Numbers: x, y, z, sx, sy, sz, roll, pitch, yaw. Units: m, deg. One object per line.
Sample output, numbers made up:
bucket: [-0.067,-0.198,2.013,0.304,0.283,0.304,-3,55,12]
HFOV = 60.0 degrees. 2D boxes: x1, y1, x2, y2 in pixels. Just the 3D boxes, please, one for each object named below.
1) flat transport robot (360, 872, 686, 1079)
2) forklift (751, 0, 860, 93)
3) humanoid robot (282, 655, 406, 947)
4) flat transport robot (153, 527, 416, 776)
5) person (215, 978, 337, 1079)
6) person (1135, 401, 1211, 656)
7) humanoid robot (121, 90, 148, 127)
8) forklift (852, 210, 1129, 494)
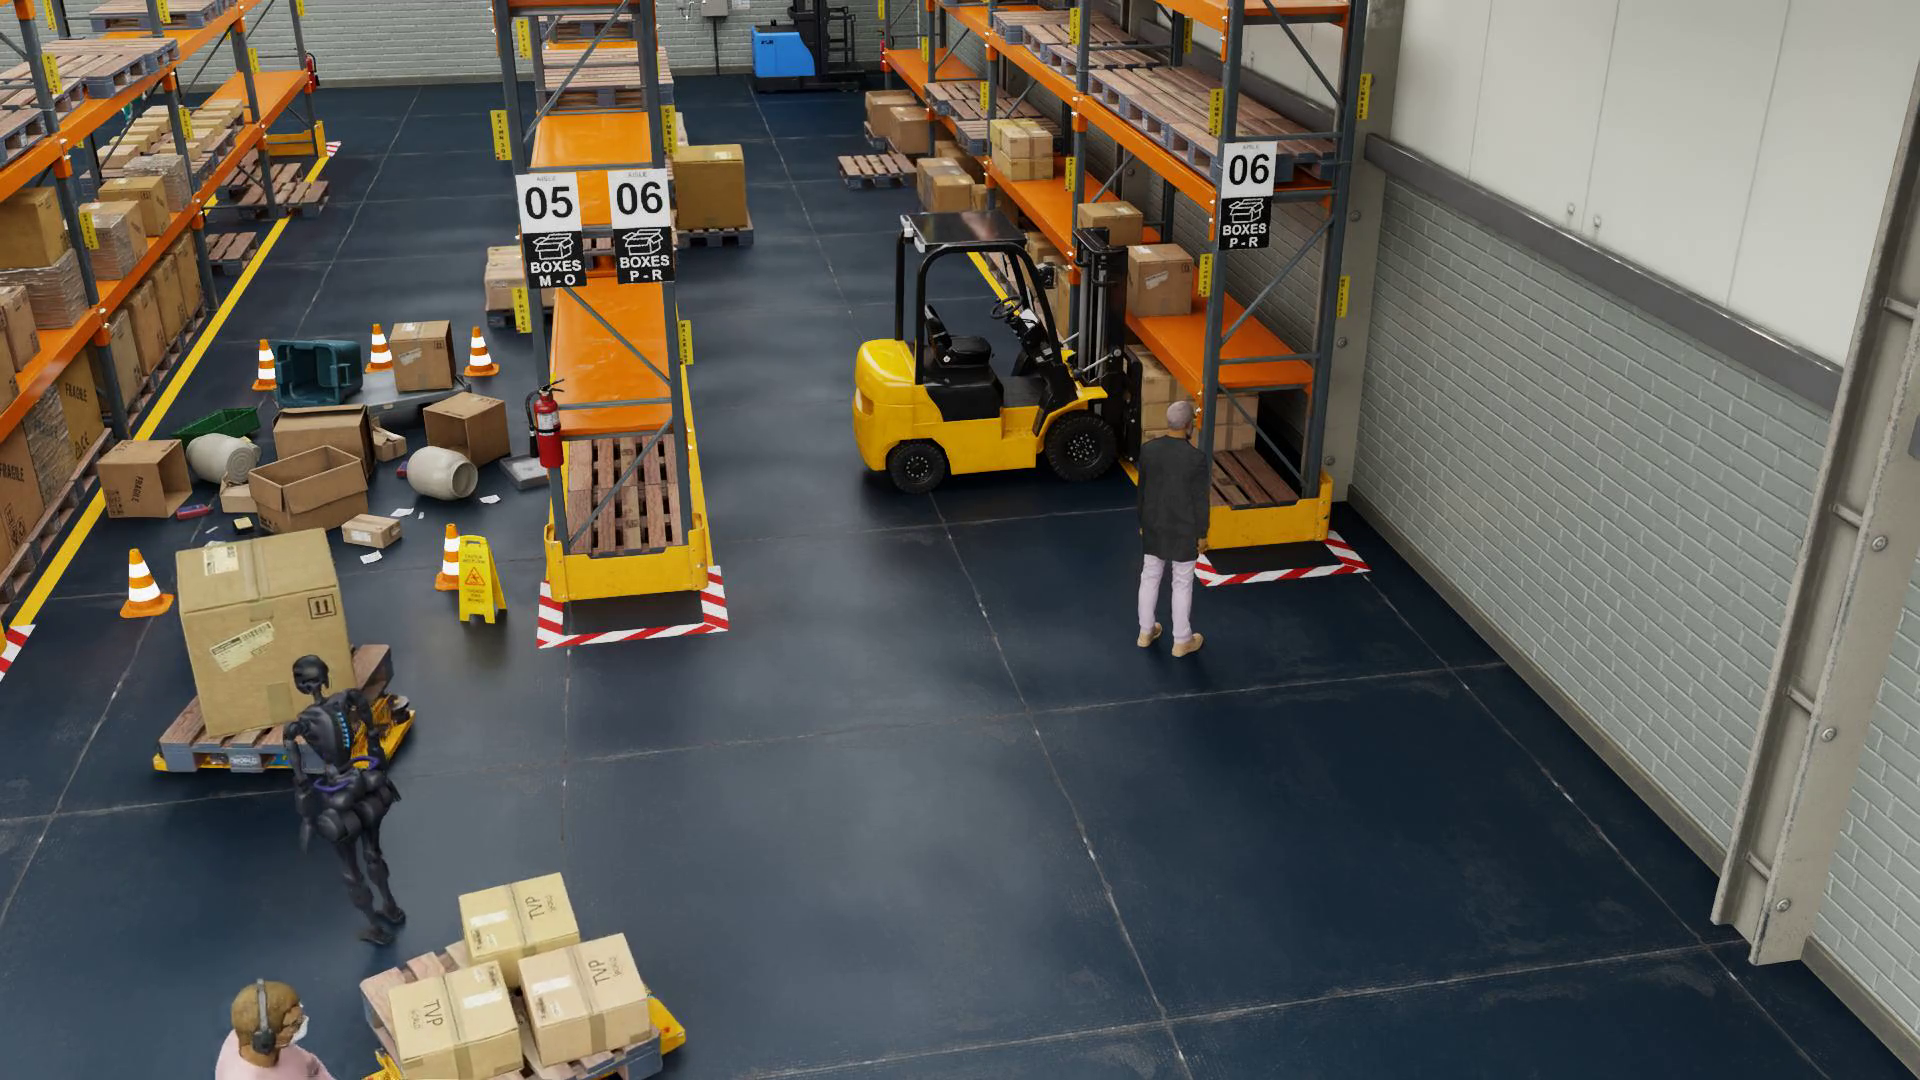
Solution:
flat transport robot: [-2.116,2.469,7.987,1.431,0.231,0.659,-18,31,-33]
forklift: [-2.872,-9.679,30.288,1.873,2.768,1.129,-5,26,-10]
humanoid robot: [-3.192,1.356,8.707,0.452,1.640,0.610,14,29,26]
flat transport robot: [-4.281,1.226,10.576,1.431,0.231,0.659,1,26,1]
person: [-2.377,2.391,6.268,0.979,1.890,0.633,-13,29,-25]
person: [1.461,-0.078,11.458,0.544,1.855,0.400,16,30,30]
humanoid robot: [-13.167,-7.061,26.195,0.538,1.780,1.025,-23,34,-39]
forklift: [0.216,-1.659,14.366,2.313,2.155,1.214,-5,26,-10]
